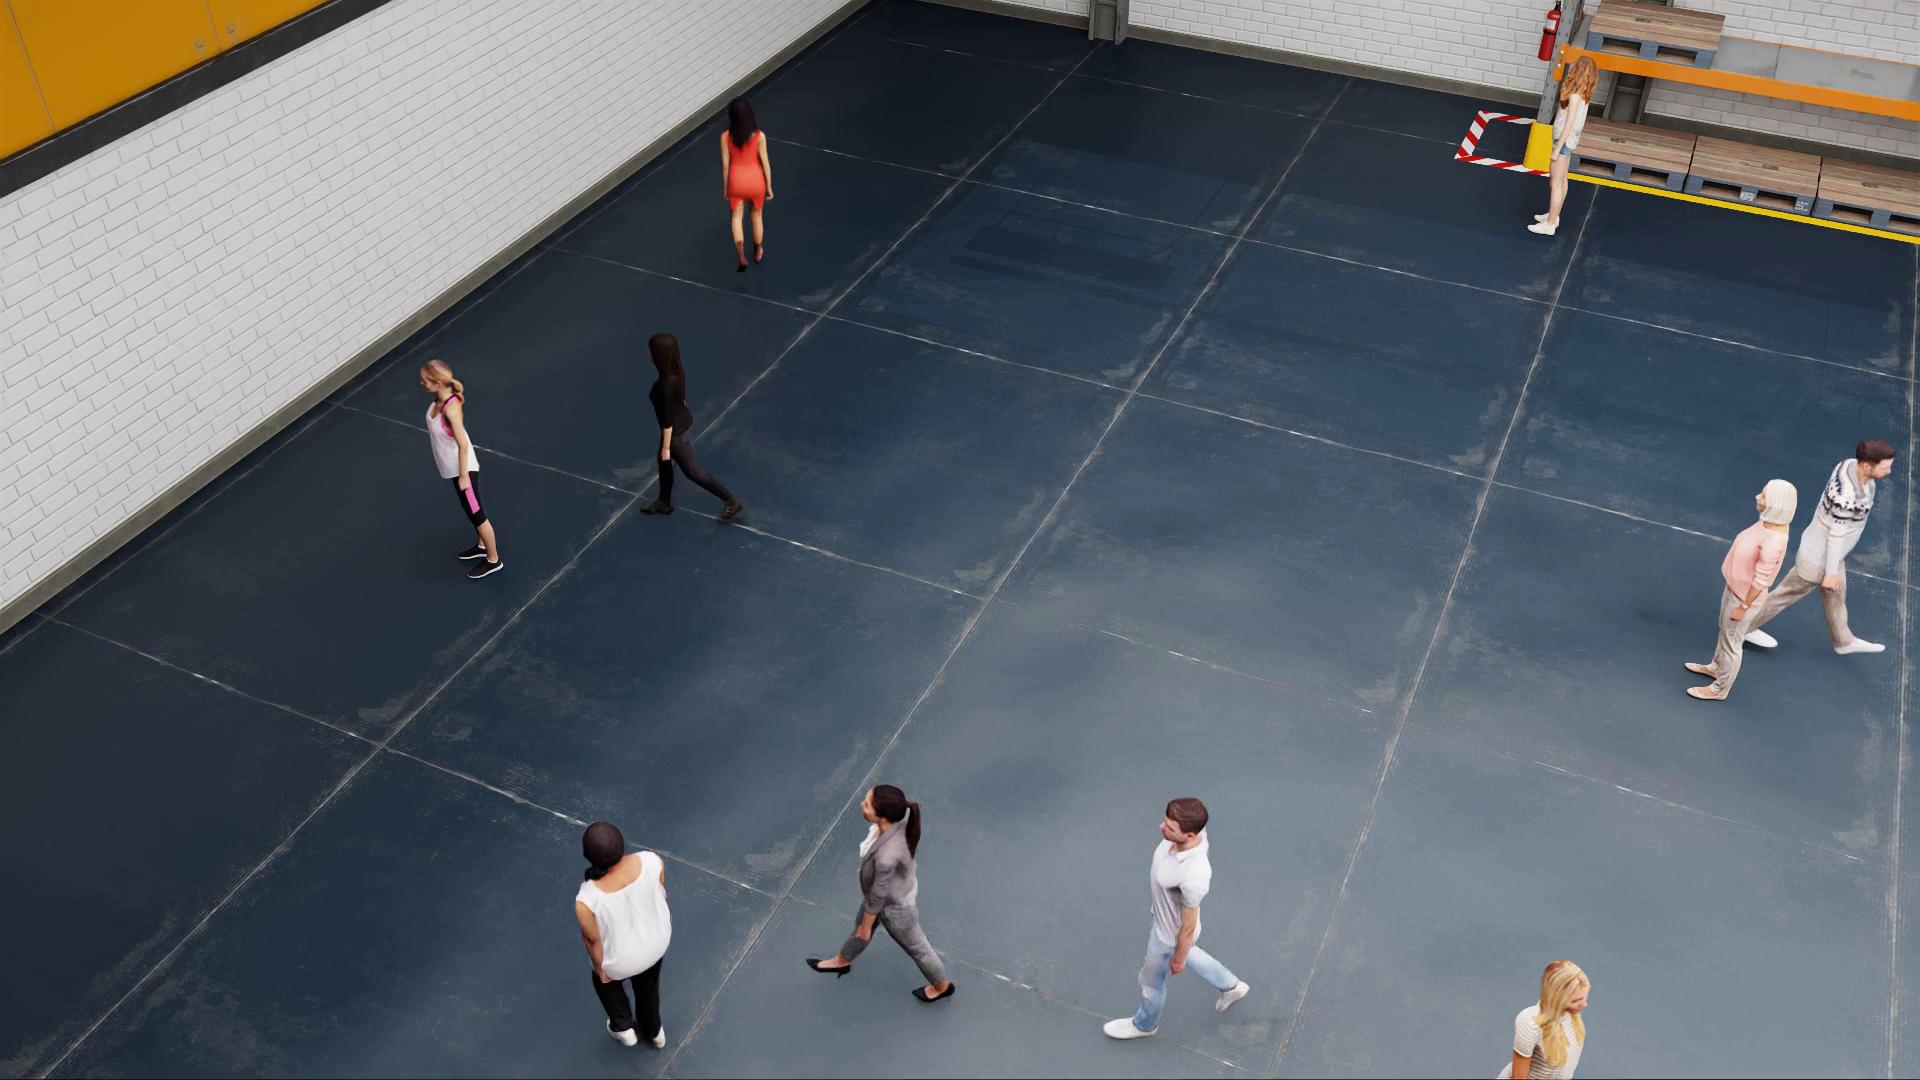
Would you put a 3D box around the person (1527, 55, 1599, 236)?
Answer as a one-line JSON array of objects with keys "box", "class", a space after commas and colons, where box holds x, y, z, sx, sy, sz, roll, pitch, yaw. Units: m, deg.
[{"box": [5.781, -3.762, 15.856, 0.546, 1.759, 0.601, 21, 43, 24], "class": "person"}]

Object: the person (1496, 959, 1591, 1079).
[{"box": [2.664, 2.589, 7.850, 0.633, 1.827, 0.655, 31, 48, 33], "class": "person"}]

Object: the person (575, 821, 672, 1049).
[{"box": [-1.704, 2.093, 8.592, 0.768, 1.674, 0.792, -22, 44, -25], "class": "person"}]

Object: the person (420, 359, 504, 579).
[{"box": [-3.525, -0.518, 11.772, 0.748, 1.787, 0.663, -17, 42, -20], "class": "person"}]

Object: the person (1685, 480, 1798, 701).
[{"box": [5.089, 0.321, 10.771, 0.565, 1.725, 0.631, 11, 40, 13], "class": "person"}]

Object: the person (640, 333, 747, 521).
[{"box": [-2.005, -0.790, 12.253, 1.133, 1.612, 0.881, 0, 39, 0], "class": "person"}]

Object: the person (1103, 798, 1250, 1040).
[{"box": [1.185, 1.972, 8.615, 1.110, 1.835, 0.902, 1, 39, 1], "class": "person"}]

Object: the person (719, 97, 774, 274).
[{"box": [-1.956, -3.207, 15.206, 0.965, 1.704, 0.930, -3, 39, -3], "class": "person"}]

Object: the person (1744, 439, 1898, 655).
[{"box": [5.632, 0.058, 11.037, 1.184, 1.803, 0.750, 18, 42, 21], "class": "person"}]

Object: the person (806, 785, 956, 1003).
[{"box": [-0.271, 1.940, 8.824, 1.157, 1.625, 0.846, 4, 39, 6], "class": "person"}]
